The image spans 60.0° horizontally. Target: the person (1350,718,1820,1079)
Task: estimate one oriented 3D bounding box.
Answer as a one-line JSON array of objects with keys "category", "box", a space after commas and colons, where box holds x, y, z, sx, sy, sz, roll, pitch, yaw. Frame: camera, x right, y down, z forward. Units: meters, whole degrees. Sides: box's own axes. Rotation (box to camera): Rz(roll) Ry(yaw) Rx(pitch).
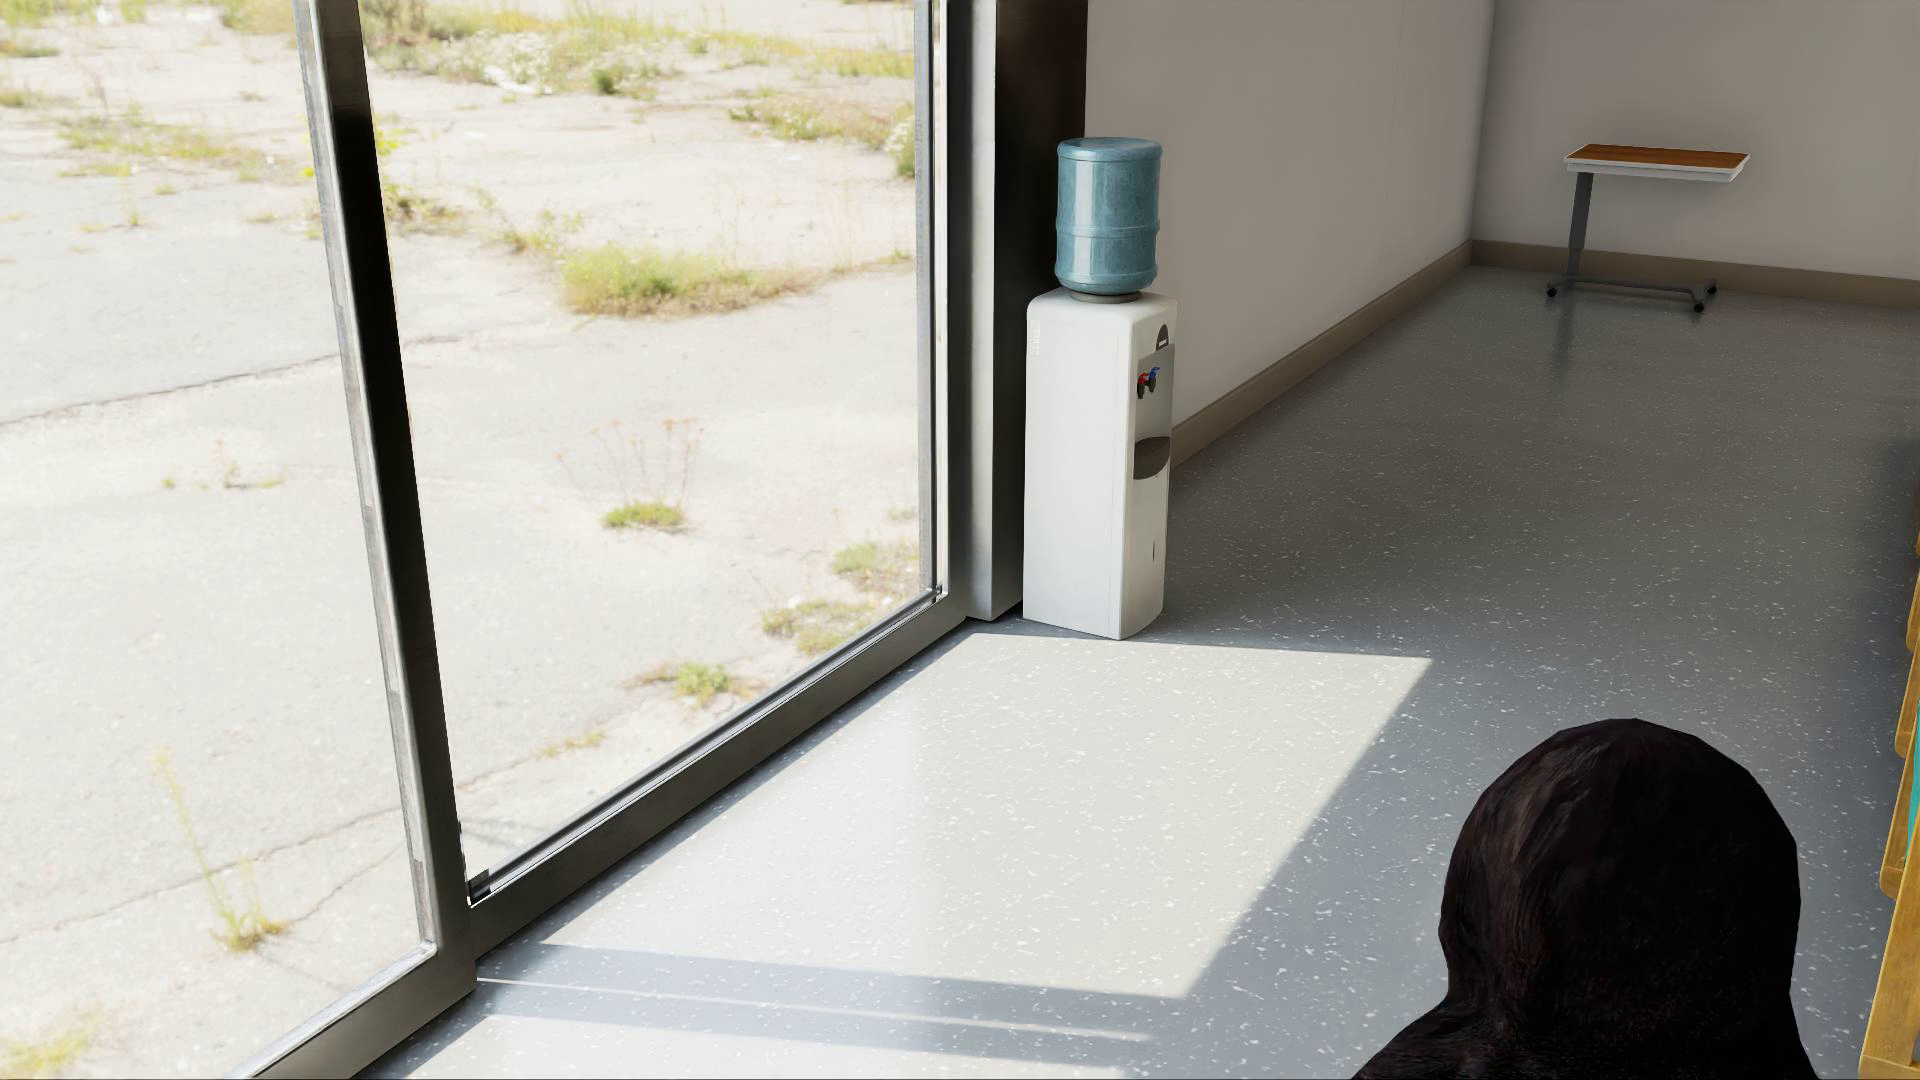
[{"category": "person", "box": [0.406, 0.936, 1.224, 1.163, 1.626, 0.928, 7, 22, 18]}]
